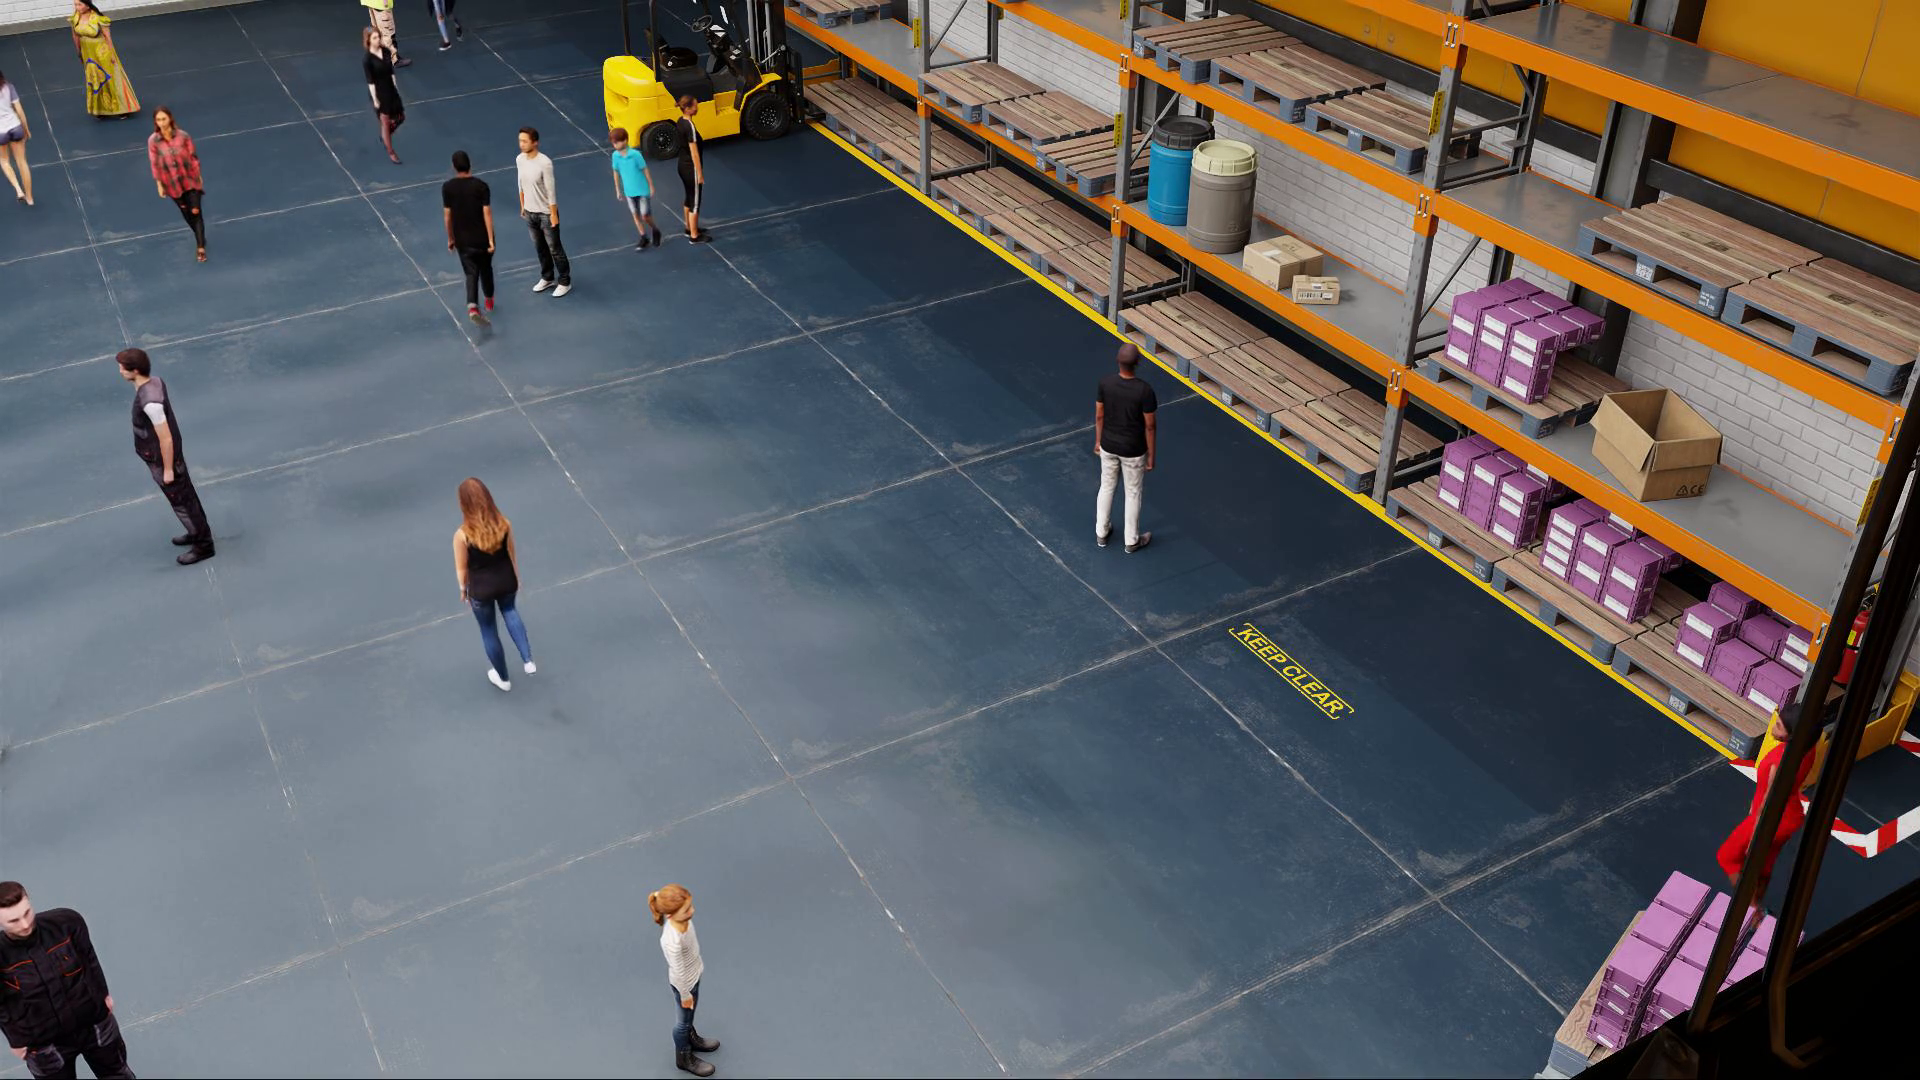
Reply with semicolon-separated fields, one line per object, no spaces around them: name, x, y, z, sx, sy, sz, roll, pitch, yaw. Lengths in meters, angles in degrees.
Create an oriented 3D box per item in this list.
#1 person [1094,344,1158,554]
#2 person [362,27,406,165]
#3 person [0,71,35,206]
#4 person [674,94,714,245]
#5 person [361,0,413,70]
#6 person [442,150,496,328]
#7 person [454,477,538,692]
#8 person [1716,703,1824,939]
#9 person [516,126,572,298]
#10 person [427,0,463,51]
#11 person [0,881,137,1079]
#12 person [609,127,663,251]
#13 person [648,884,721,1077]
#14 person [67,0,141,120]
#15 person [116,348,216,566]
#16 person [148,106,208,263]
person;1.292;-0.726;13.149;0.718;1.804;0.826;16;37;22
person;-7.109;-5.445;20.345;0.814;1.697;0.748;17;37;23
person;-10.972;-4.677;19.173;0.649;1.715;0.615;-22;40;-30
person;-2.982;-4.102;18.352;0.663;1.667;0.479;-14;36;-20
person;-8.199;-7.630;23.497;0.818;1.847;0.721;-26;42;-34
person;-4.845;-2.946;16.574;0.909;1.710;1.203;-5;34;-7
person;-3.231;0.359;11.599;0.637;1.712;0.684;-27;42;-34
person;4.748;1.685;9.586;0.645;1.733;0.697;-26;41;-33
person;-4.313;-3.413;17.190;0.641;1.807;0.768;18;38;25
person;-7.551;-8.041;24.271;0.889;1.675;0.951;8;34;12
person;-4.488;2.419;8.320;0.699;1.912;0.755;27;42;34
person;-3.516;-3.869;18.224;0.739;1.420;0.796;6;34;9
person;-1.488;2.351;8.960;0.621;1.316;0.544;0;34;1
person;-11.251;-6.330;21.710;0.988;1.659;0.985;-1;34;-1
person;-6.216;-0.675;13.032;0.727;1.848;0.520;-16;37;-22
person;-8.434;-3.888;18.034;0.786;1.662;1.084;-9;35;-14
